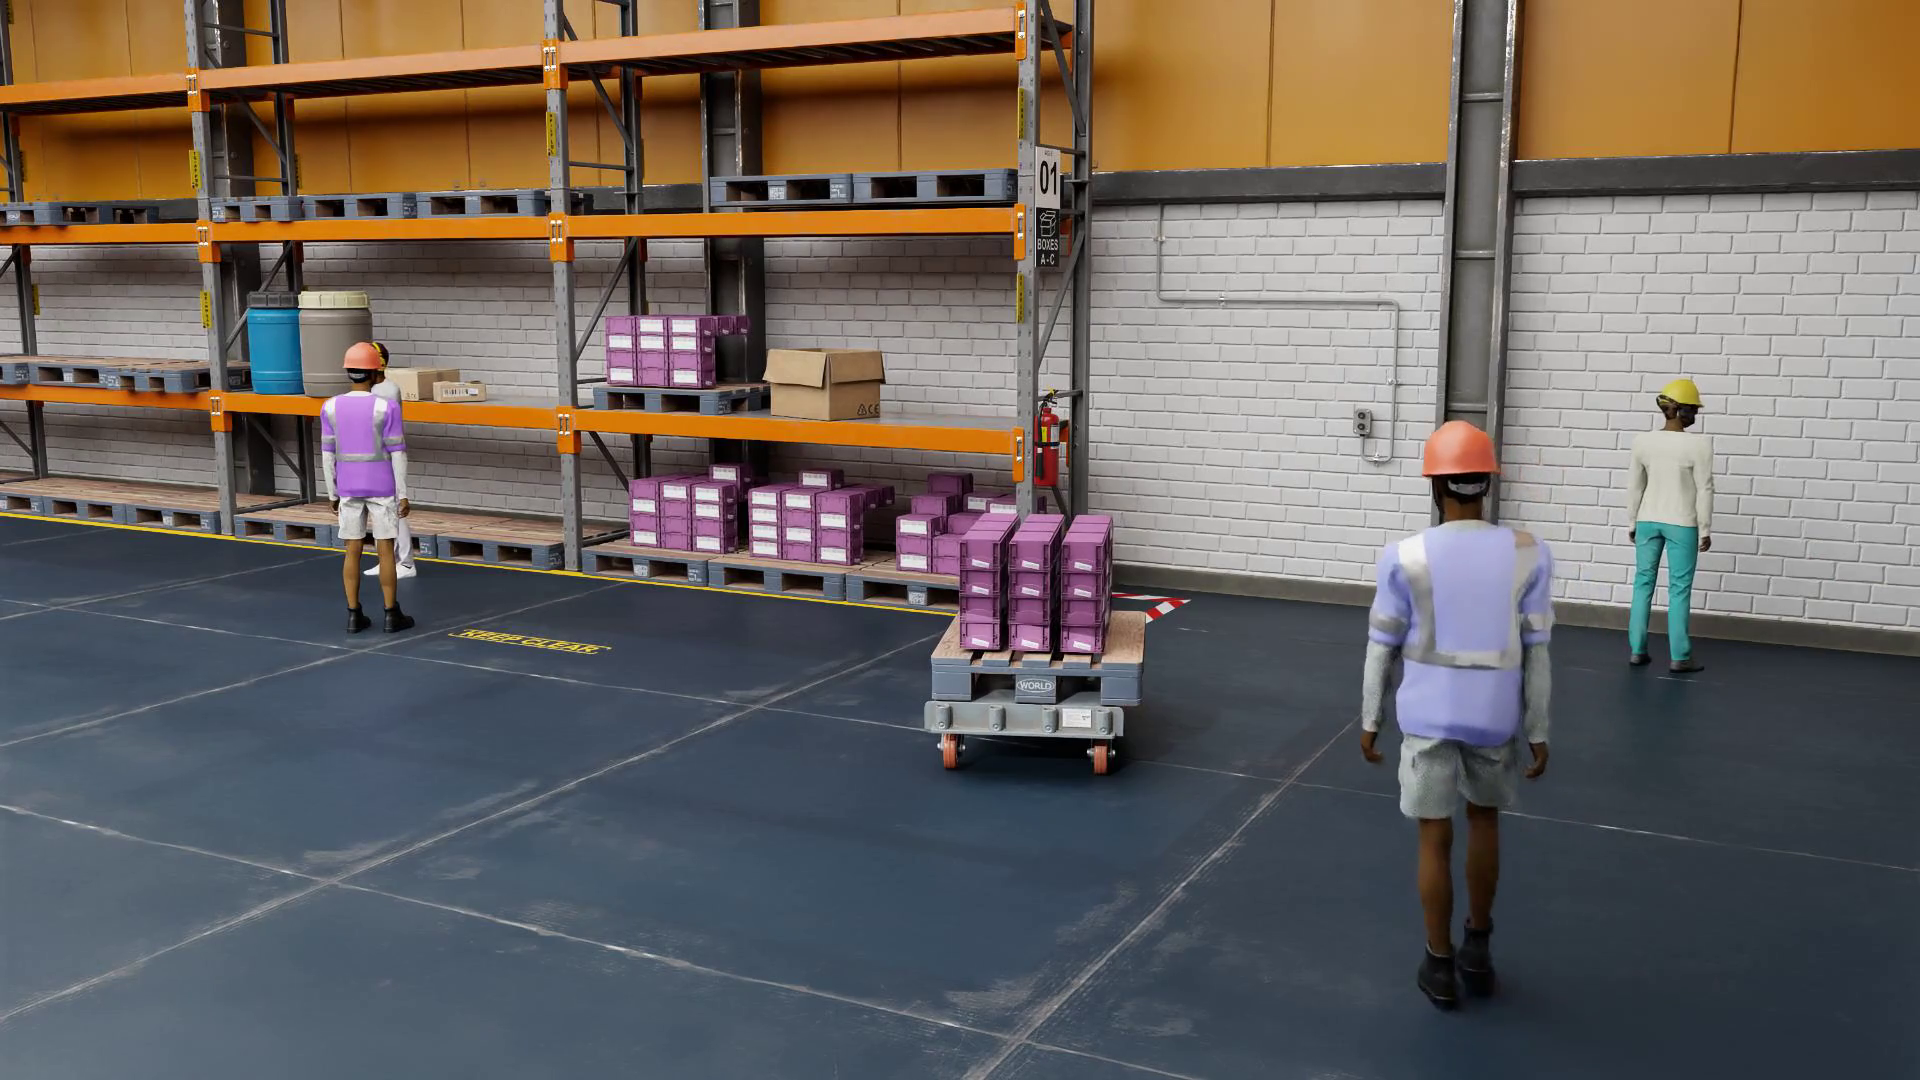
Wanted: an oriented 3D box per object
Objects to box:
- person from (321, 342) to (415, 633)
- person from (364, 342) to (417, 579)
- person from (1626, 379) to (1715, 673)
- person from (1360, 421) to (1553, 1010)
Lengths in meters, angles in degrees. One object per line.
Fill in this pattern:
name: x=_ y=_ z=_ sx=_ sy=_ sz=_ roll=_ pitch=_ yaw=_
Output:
person: x=-3.932 y=-0.341 z=11.068 sx=0.552 sy=1.935 sz=0.364 roll=0 pitch=9 yaw=2
person: x=-4.509 y=-0.615 z=13.017 sx=0.318 sy=1.860 sz=0.509 roll=-8 pitch=12 yaw=-41
person: x=4.280 y=-0.085 z=10.032 sx=0.329 sy=1.764 sz=0.524 roll=-7 pitch=12 yaw=-38
person: x=1.621 y=0.563 z=5.517 sx=0.581 sy=1.923 sz=0.540 roll=1 pitch=9 yaw=6
